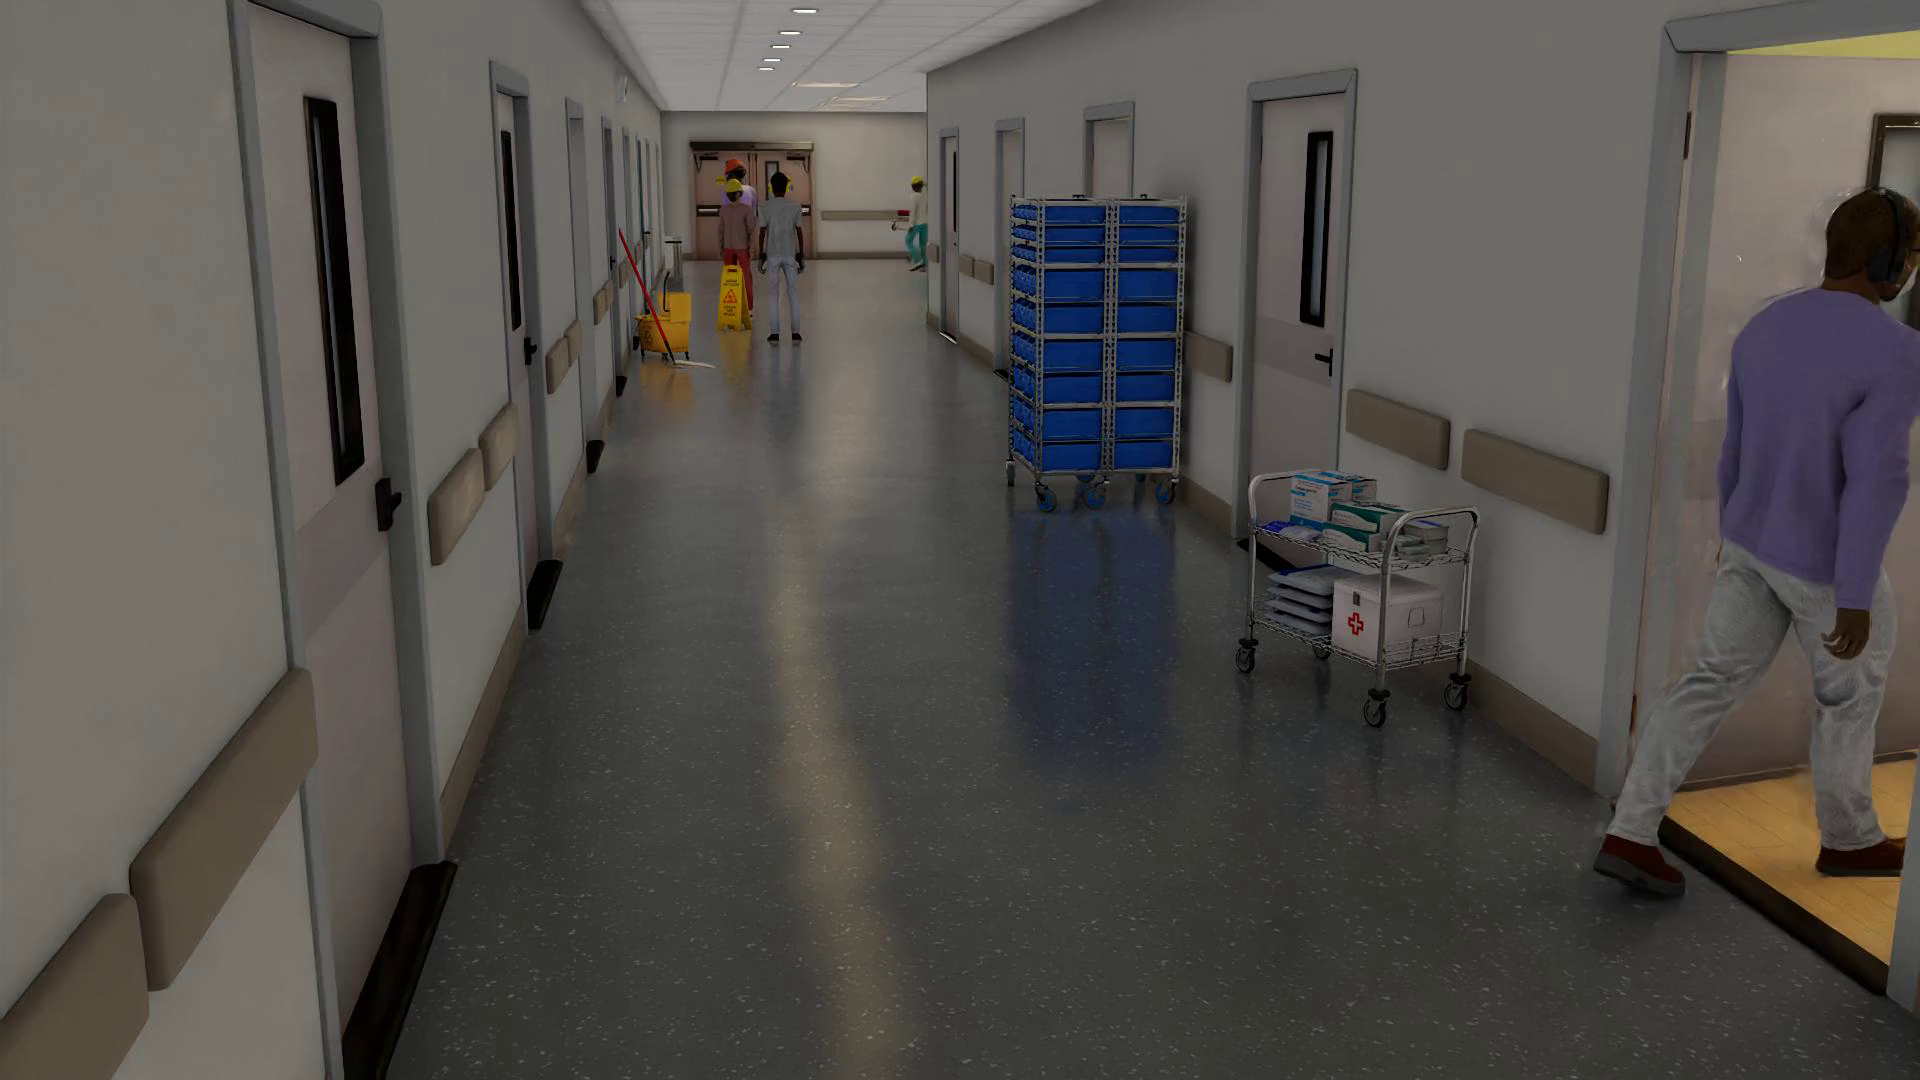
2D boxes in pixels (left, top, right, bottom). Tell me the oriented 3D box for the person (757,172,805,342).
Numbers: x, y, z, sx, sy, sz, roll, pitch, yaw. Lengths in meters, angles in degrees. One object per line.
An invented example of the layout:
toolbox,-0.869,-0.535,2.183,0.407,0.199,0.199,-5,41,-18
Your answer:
person,-1.983,-3.124,18.419,0.535,1.864,0.309,-3,13,-12

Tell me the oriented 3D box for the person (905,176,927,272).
person,-0.759,-5.784,30.484,0.438,1.749,0.551,9,16,35

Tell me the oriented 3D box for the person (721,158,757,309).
person,-3.029,-4.149,22.604,0.410,2.029,0.619,10,16,36

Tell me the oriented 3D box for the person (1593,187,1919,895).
person,2.153,0.038,4.337,1.029,1.889,0.690,-4,13,-15

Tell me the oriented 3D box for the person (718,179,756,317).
person,-2.884,-3.742,21.387,0.535,1.766,0.320,6,14,23
